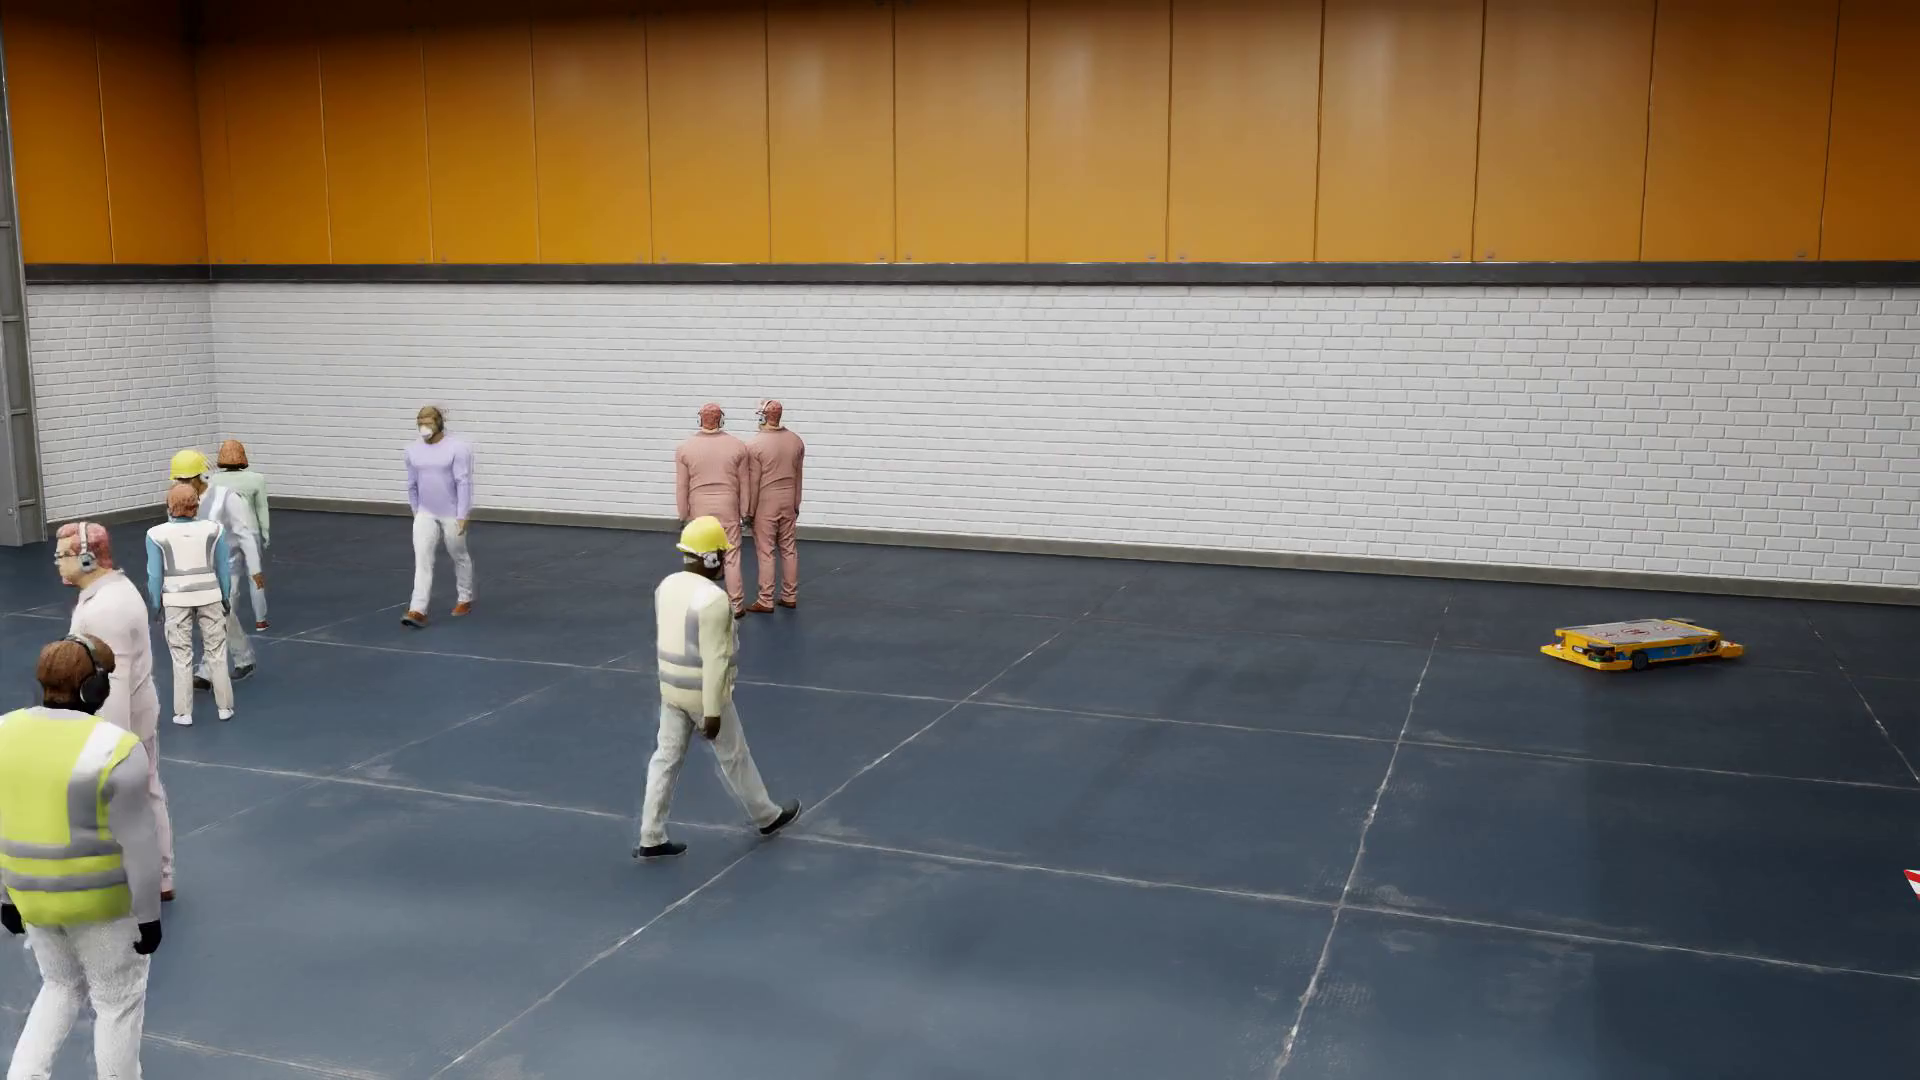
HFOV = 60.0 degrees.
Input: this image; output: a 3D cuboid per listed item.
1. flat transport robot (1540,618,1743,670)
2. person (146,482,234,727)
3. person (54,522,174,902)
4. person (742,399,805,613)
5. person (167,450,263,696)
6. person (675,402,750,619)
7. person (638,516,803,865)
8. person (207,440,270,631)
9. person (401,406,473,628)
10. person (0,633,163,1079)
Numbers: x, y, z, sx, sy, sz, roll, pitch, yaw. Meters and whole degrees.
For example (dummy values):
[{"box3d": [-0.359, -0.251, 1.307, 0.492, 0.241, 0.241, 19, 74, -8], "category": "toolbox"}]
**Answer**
[{"box3d": [5.348, 0.806, 13.042, 1.431, 0.197, 0.652, -4, 10, -22], "category": "flat transport robot"}, {"box3d": [-5.140, 0.432, 11.127, 0.515, 1.641, 0.314, -5, 11, -30], "category": "person"}, {"box3d": [-3.944, 0.856, 7.764, 0.430, 1.888, 0.661, -4, 10, -24], "category": "person"}, {"box3d": [-1.689, -0.305, 14.861, 0.408, 1.913, 0.643, 8, 12, 42], "category": "person"}, {"box3d": [-5.434, 0.228, 12.007, 0.630, 1.769, 0.956, 3, 10, 16], "category": "person"}, {"box3d": [-2.149, -0.246, 14.510, 0.641, 1.910, 0.401, -1, 9, -9], "category": "person"}, {"box3d": [-1.287, 0.759, 8.644, 0.954, 1.776, 0.618, -9, 13, -43], "category": "person"}, {"box3d": [-6.079, -0.028, 14.003, 0.507, 1.633, 0.277, -5, 10, -28], "category": "person"}, {"box3d": [-4.504, -0.208, 14.339, 0.647, 1.885, 1.018, 1, 9, 8], "category": "person"}, {"box3d": [-2.999, 1.227, 5.623, 0.646, 1.827, 0.528, 2, 9, 11], "category": "person"}]
